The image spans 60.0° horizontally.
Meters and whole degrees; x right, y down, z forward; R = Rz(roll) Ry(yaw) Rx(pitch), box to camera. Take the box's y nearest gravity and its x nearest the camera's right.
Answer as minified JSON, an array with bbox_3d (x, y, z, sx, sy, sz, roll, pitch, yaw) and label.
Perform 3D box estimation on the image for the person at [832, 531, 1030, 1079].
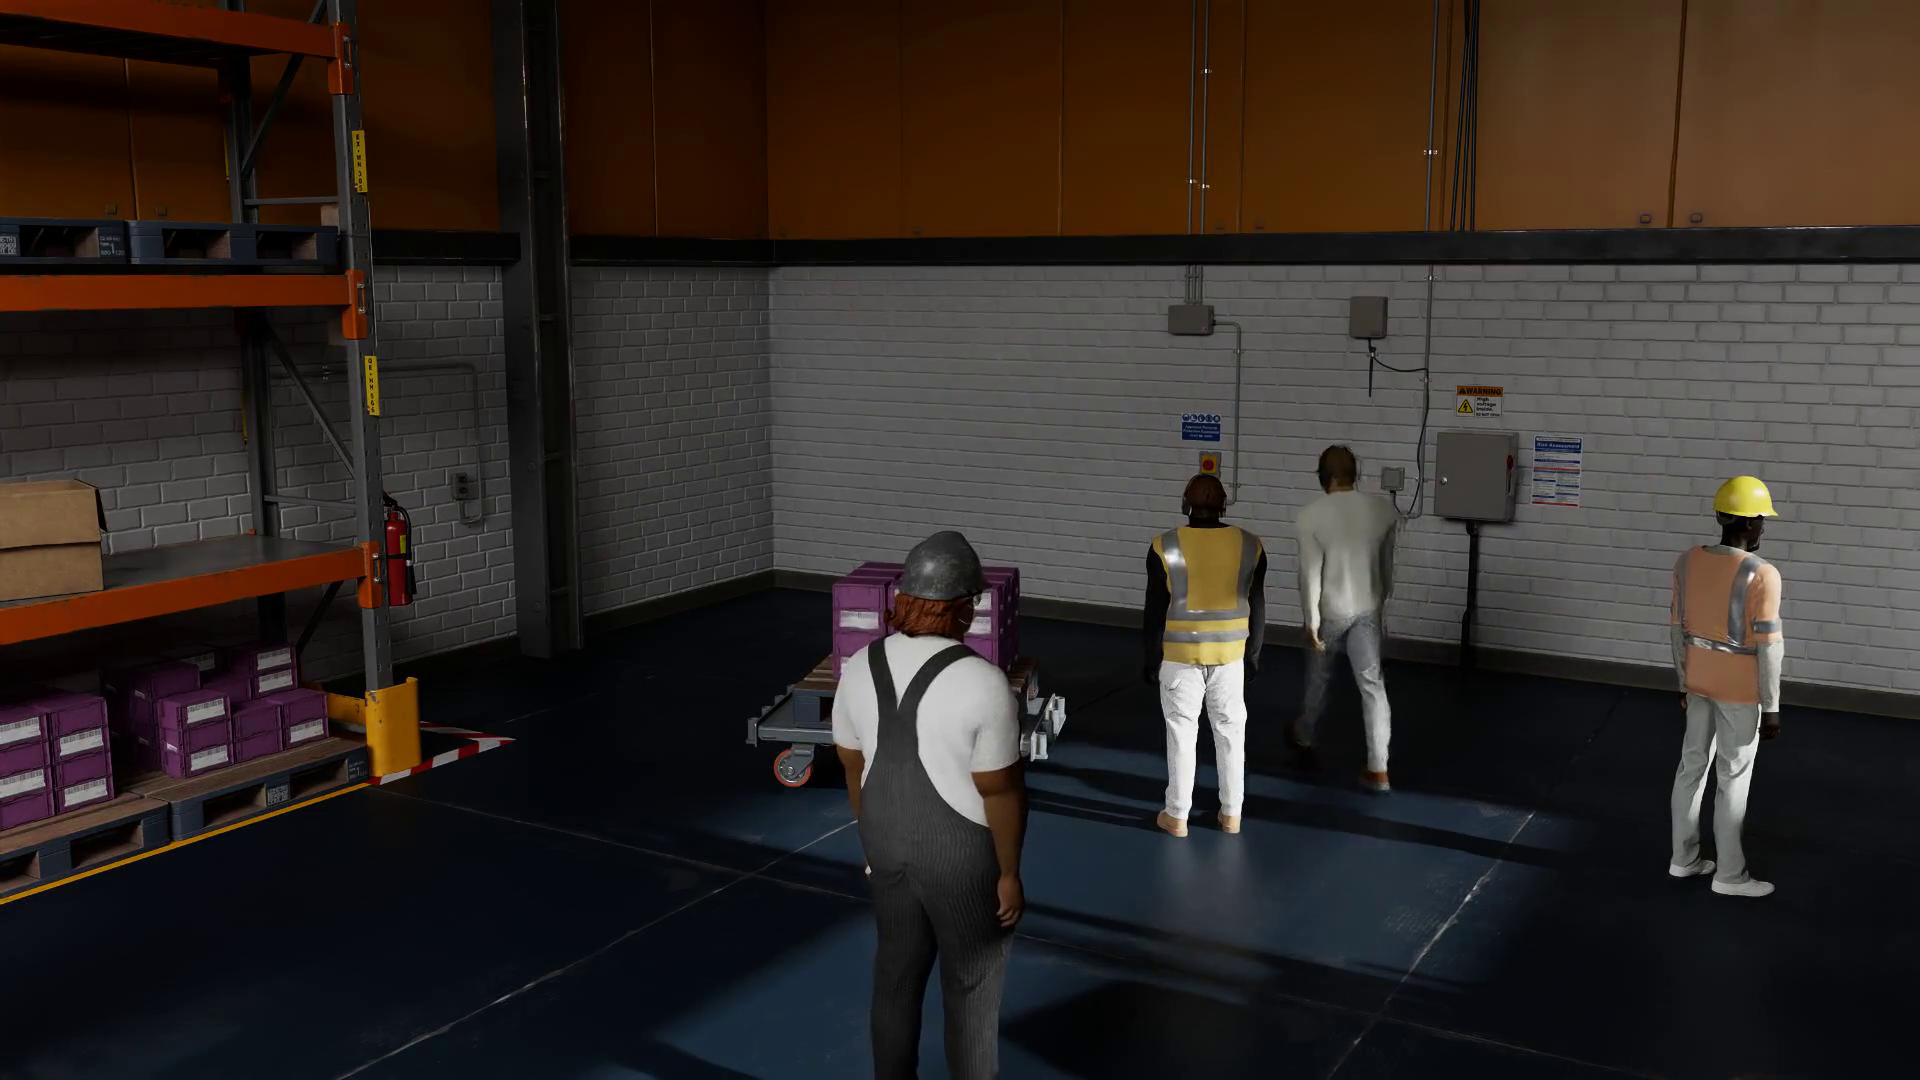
[{"bbox_3d":[-0.033,0.975,5.338,0.673,2.000,0.535,7,11,37],"label":"person"}]

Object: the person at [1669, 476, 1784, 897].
[{"bbox_3d":[3.512,0.665,7.619,0.362,1.928,0.587,-4,10,-22],"label":"person"}]

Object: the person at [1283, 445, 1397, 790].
[{"bbox_3d":[2.156,0.415,9.350,0.647,1.887,1.040,-2,9,-11],"label":"person"}]

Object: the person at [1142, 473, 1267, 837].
[{"bbox_3d":[1.222,0.580,8.420,0.634,1.841,0.429,-1,9,-8],"label":"person"}]
